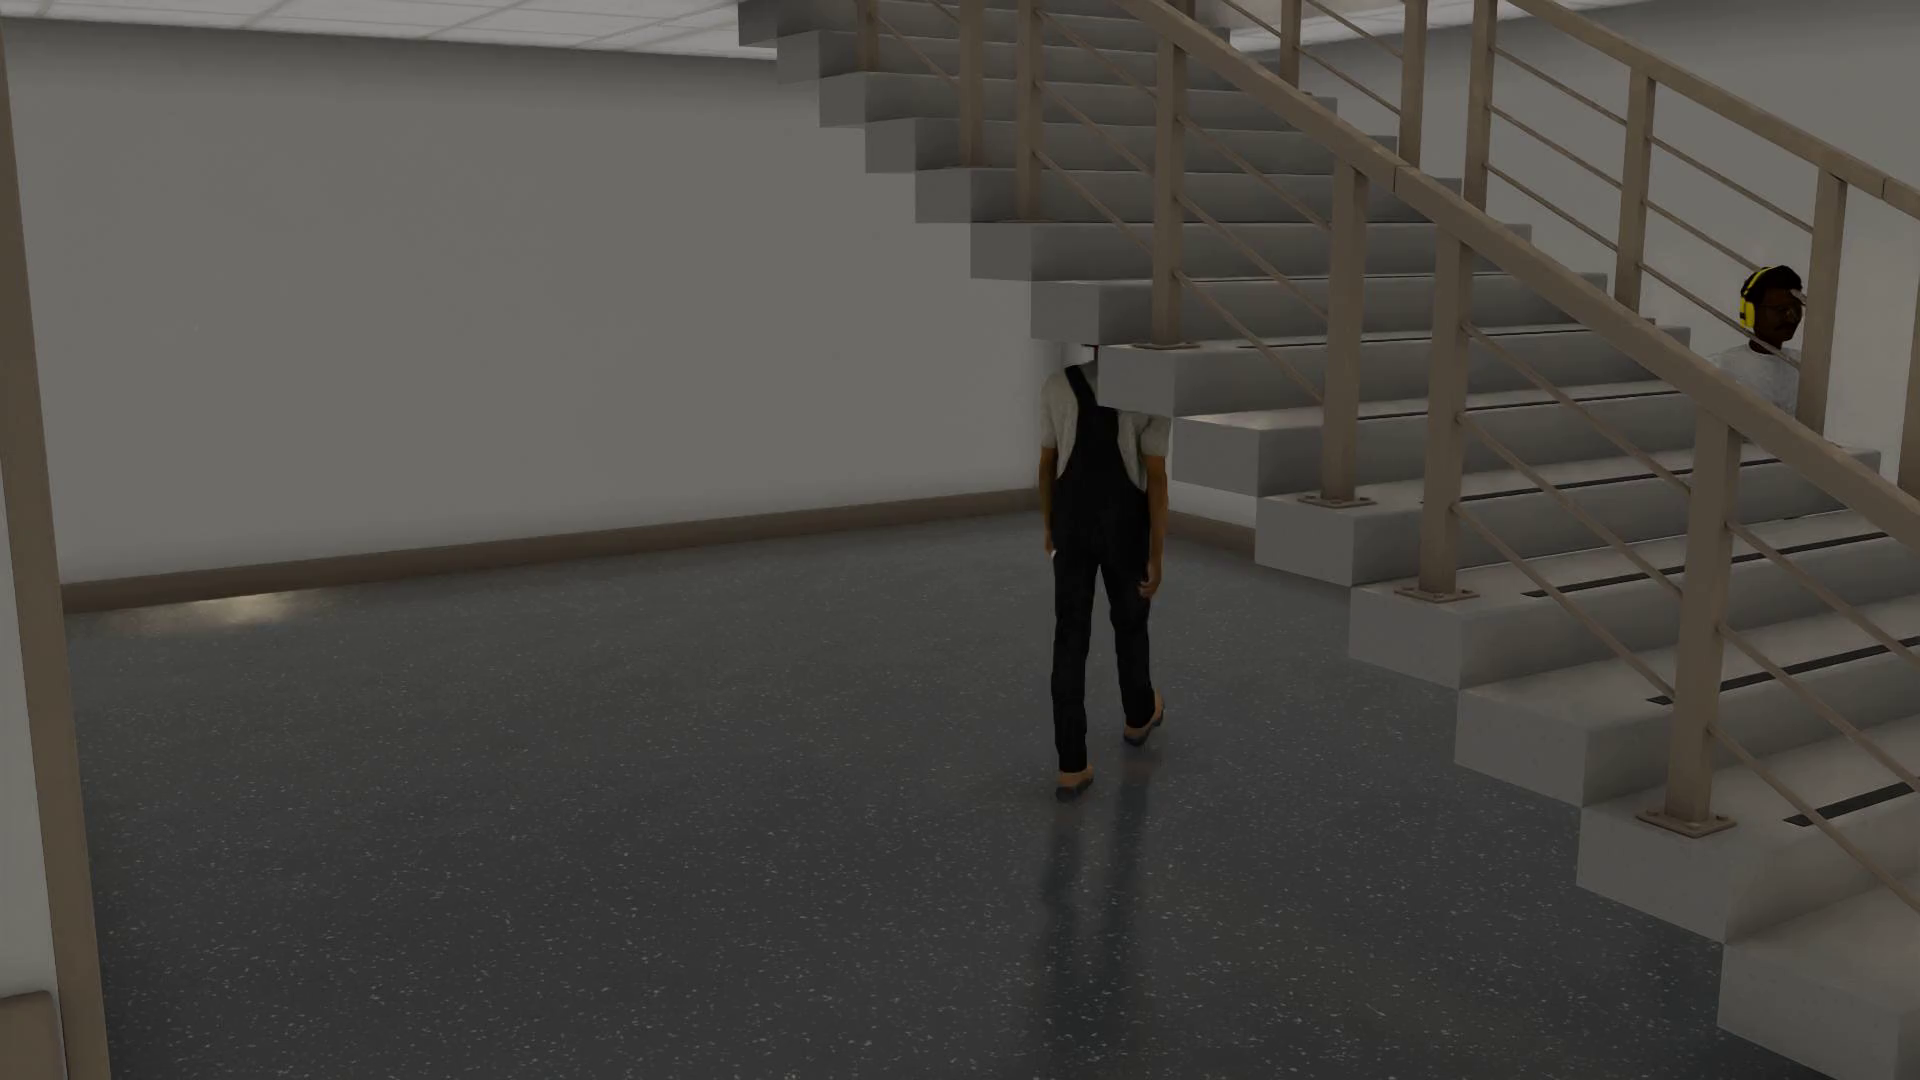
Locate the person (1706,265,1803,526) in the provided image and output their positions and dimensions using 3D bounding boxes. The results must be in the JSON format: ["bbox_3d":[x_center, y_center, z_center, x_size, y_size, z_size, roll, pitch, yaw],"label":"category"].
[{"bbox_3d":[3.002,-0.098,6.314,0.532,1.868,0.310,-4,11,-18],"label":"person"}]

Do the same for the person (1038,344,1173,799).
[{"bbox_3d":[0.534,-0.023,6.111,0.519,1.789,0.965,3,11,16],"label":"person"}]
